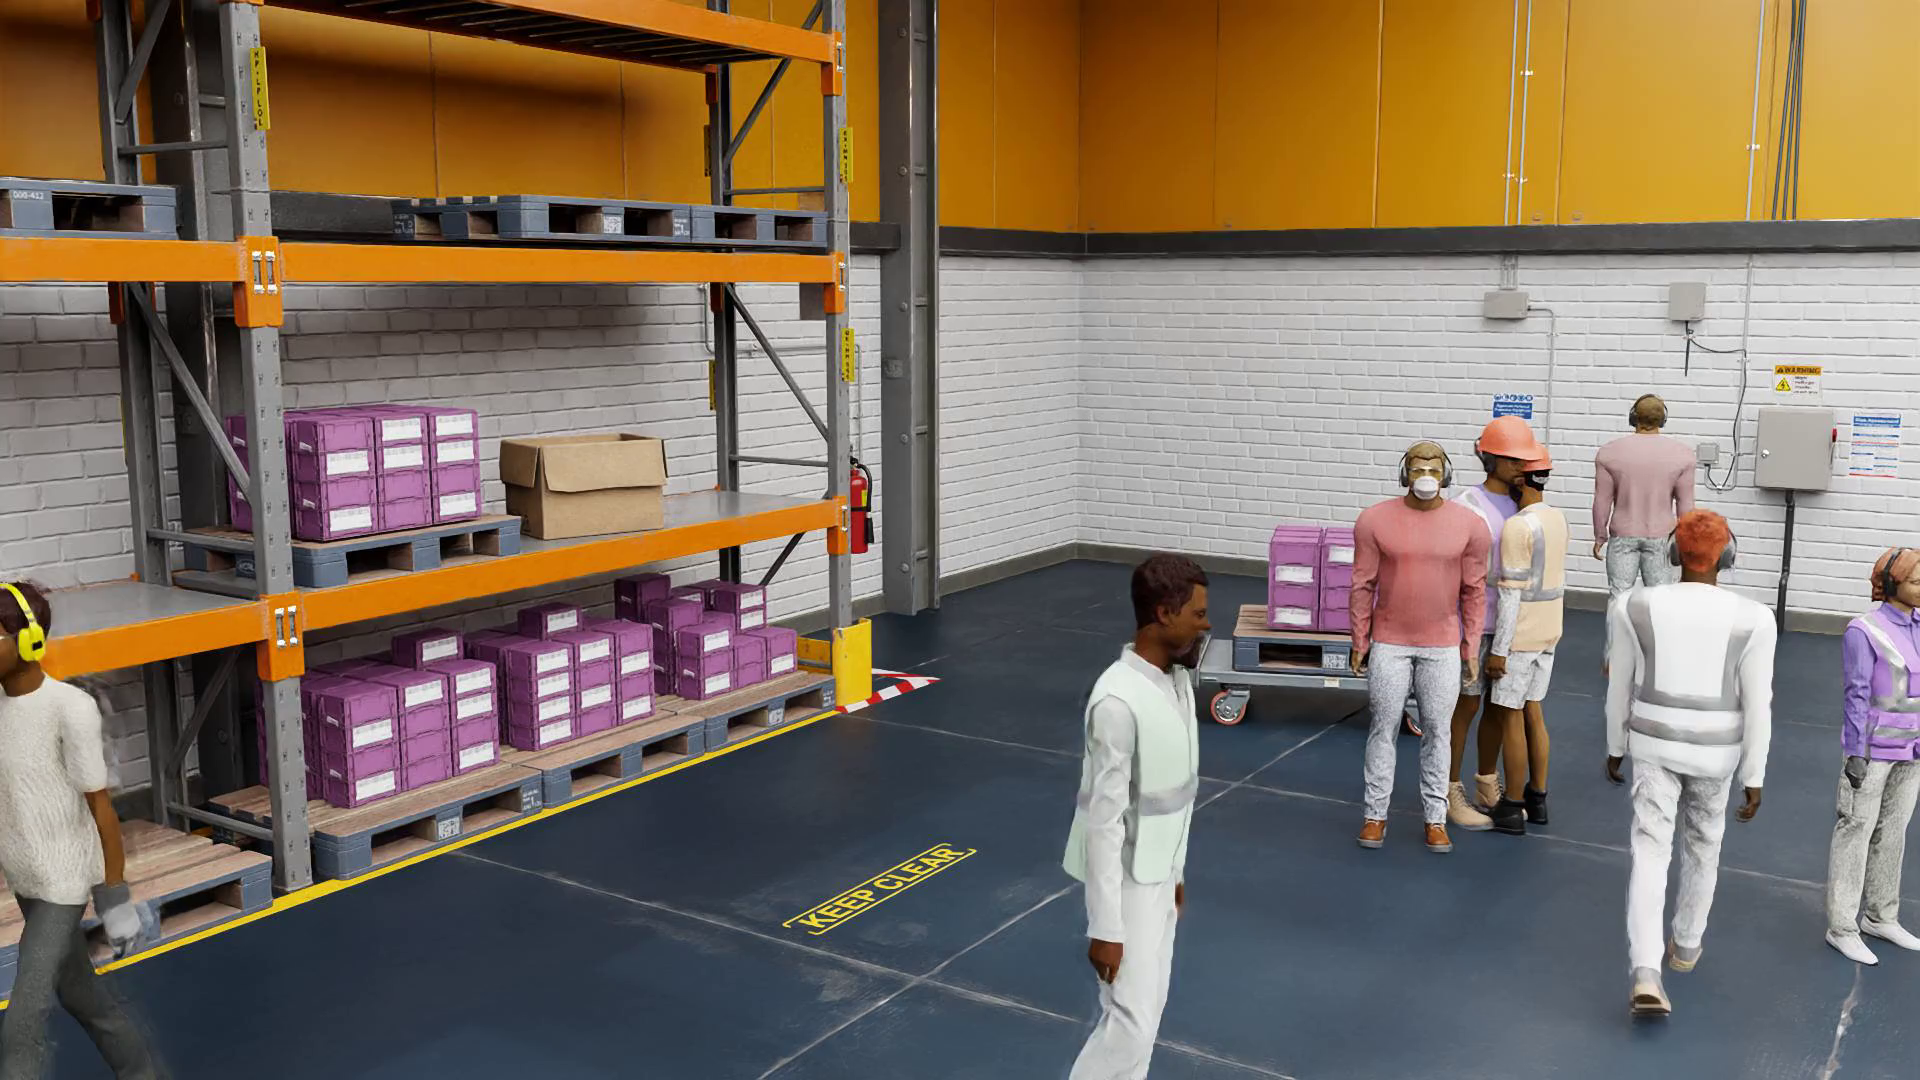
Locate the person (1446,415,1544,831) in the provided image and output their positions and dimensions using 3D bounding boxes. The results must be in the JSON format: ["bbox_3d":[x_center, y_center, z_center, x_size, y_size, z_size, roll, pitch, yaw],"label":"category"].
[{"bbox_3d":[2.613,0.407,8.120,0.599,2.036,0.403,-5,10,-30],"label":"person"}]

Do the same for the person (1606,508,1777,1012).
[{"bbox_3d":[2.679,0.800,6.161,0.567,1.849,0.954,4,10,25],"label":"person"}]

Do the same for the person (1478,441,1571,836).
[{"bbox_3d":[2.721,0.464,8.097,0.388,1.924,0.549,8,12,41],"label":"person"}]

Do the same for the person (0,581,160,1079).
[{"bbox_3d":[-2.696,1.024,4.771,0.513,1.818,0.943,6,10,33],"label":"person"}]

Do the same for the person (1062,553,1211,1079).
[{"bbox_3d":[0.460,0.989,4.796,0.460,1.895,0.683,3,9,21],"label":"person"}]

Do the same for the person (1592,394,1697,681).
[{"bbox_3d":[4.541,-0.005,11.077,0.636,1.939,0.364,4,9,22],"label":"person"}]

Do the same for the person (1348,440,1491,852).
[{"bbox_3d":[2.142,0.498,7.813,0.631,1.940,0.372,2,9,13],"label":"person"}]

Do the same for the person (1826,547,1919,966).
[{"bbox_3d":[3.661,0.837,6.574,0.514,1.641,0.307,-5,10,-27],"label":"person"}]
